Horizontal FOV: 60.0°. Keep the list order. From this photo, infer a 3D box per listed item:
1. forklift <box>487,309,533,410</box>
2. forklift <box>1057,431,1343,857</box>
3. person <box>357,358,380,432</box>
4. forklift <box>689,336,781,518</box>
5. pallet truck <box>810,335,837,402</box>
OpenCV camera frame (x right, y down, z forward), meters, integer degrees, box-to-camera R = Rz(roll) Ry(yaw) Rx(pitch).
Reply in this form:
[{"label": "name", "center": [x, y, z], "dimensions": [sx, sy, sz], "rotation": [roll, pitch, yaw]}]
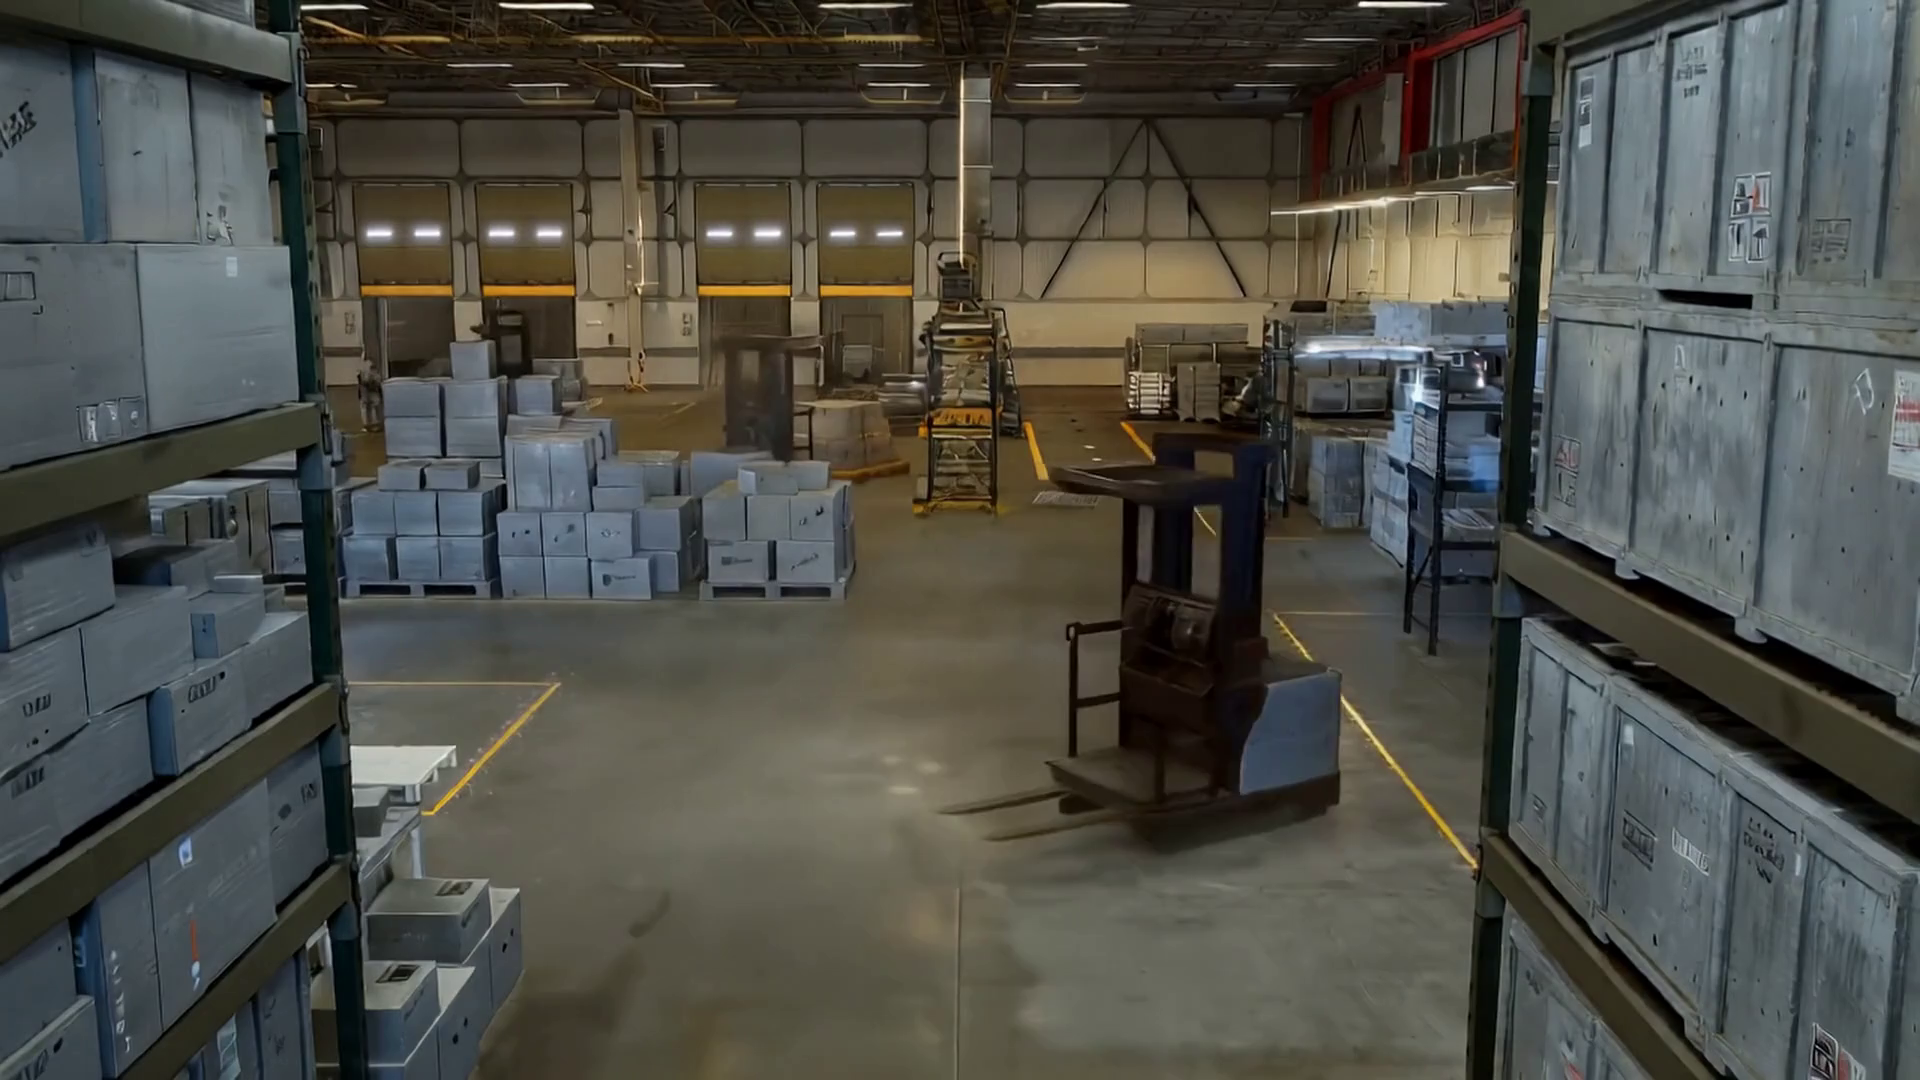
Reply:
[{"label": "forklift", "center": [-10.359, -3.940, 38.434], "dimensions": [1.129, 2.768, 1.873], "rotation": [-8, 13, -38]}, {"label": "forklift", "center": [1.796, 0.635, 12.039], "dimensions": [1.873, 2.768, 1.129], "rotation": [-7, 12, -33]}, {"label": "person", "center": [-13.661, -3.344, 38.409], "dimensions": [0.537, 1.696, 0.317], "rotation": [0, 10, 1]}, {"label": "forklift", "center": [-3.260, -1.779, 25.967], "dimensions": [1.129, 2.768, 1.873], "rotation": [7, 12, 34]}, {"label": "pallet truck", "center": [-3.021, -4.312, 43.126], "dimensions": [1.885, 1.965, 0.823], "rotation": [3, 10, 17]}]
